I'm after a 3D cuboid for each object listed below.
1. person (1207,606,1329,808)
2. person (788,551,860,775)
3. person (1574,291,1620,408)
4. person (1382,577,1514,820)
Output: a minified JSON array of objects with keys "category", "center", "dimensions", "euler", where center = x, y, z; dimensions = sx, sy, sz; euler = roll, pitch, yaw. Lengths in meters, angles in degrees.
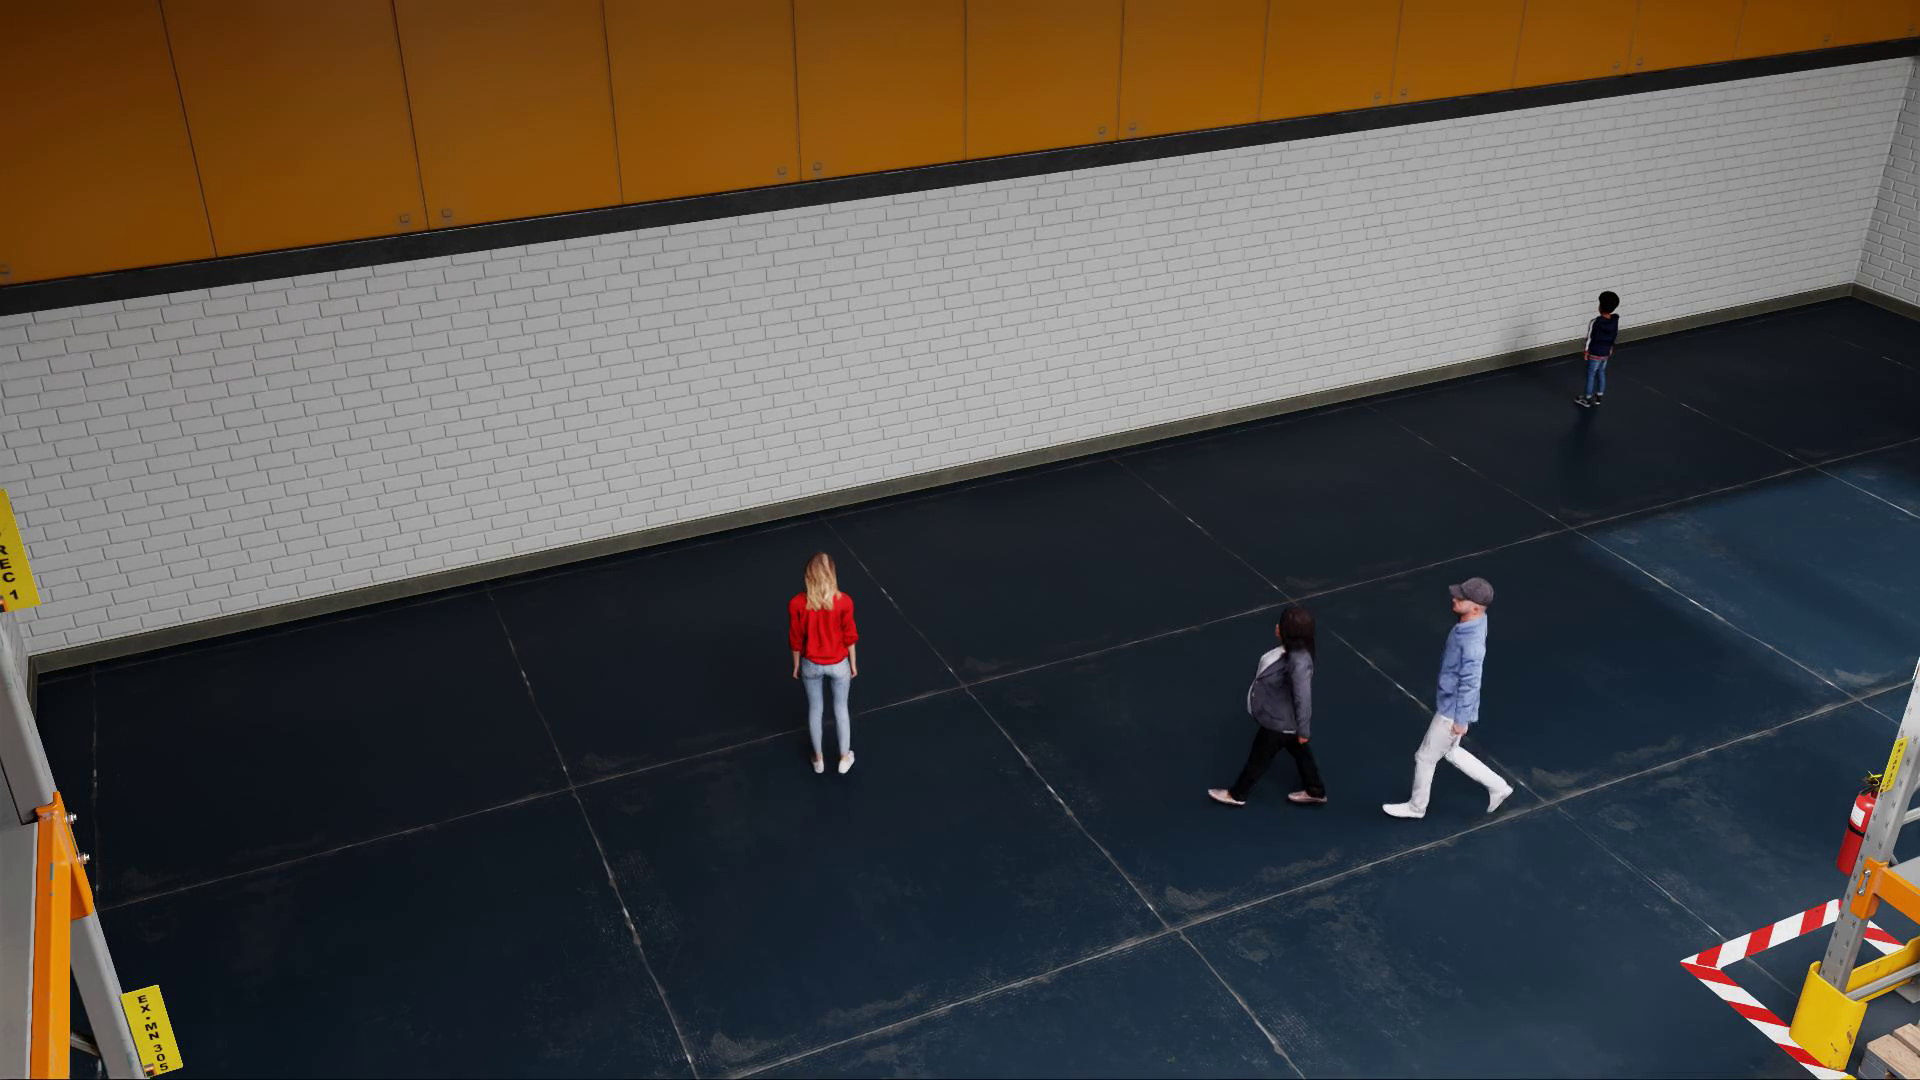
[{"category":"person","center":[2.214,1.148,10.940],"dimensions":[1.095,1.557,1.094],"euler":[6,29,11]},{"category":"person","center":[-0.926,0.852,11.330],"dimensions":[0.687,1.705,0.637],"euler":[-2,29,-4]},{"category":"person","center":[6.527,-1.958,16.986],"dimensions":[0.533,1.221,0.494],"euler":[-10,30,-17]},{"category":"person","center":[3.289,1.061,10.781],"dimensions":[1.119,1.864,1.072],"euler":[9,30,15]}]
